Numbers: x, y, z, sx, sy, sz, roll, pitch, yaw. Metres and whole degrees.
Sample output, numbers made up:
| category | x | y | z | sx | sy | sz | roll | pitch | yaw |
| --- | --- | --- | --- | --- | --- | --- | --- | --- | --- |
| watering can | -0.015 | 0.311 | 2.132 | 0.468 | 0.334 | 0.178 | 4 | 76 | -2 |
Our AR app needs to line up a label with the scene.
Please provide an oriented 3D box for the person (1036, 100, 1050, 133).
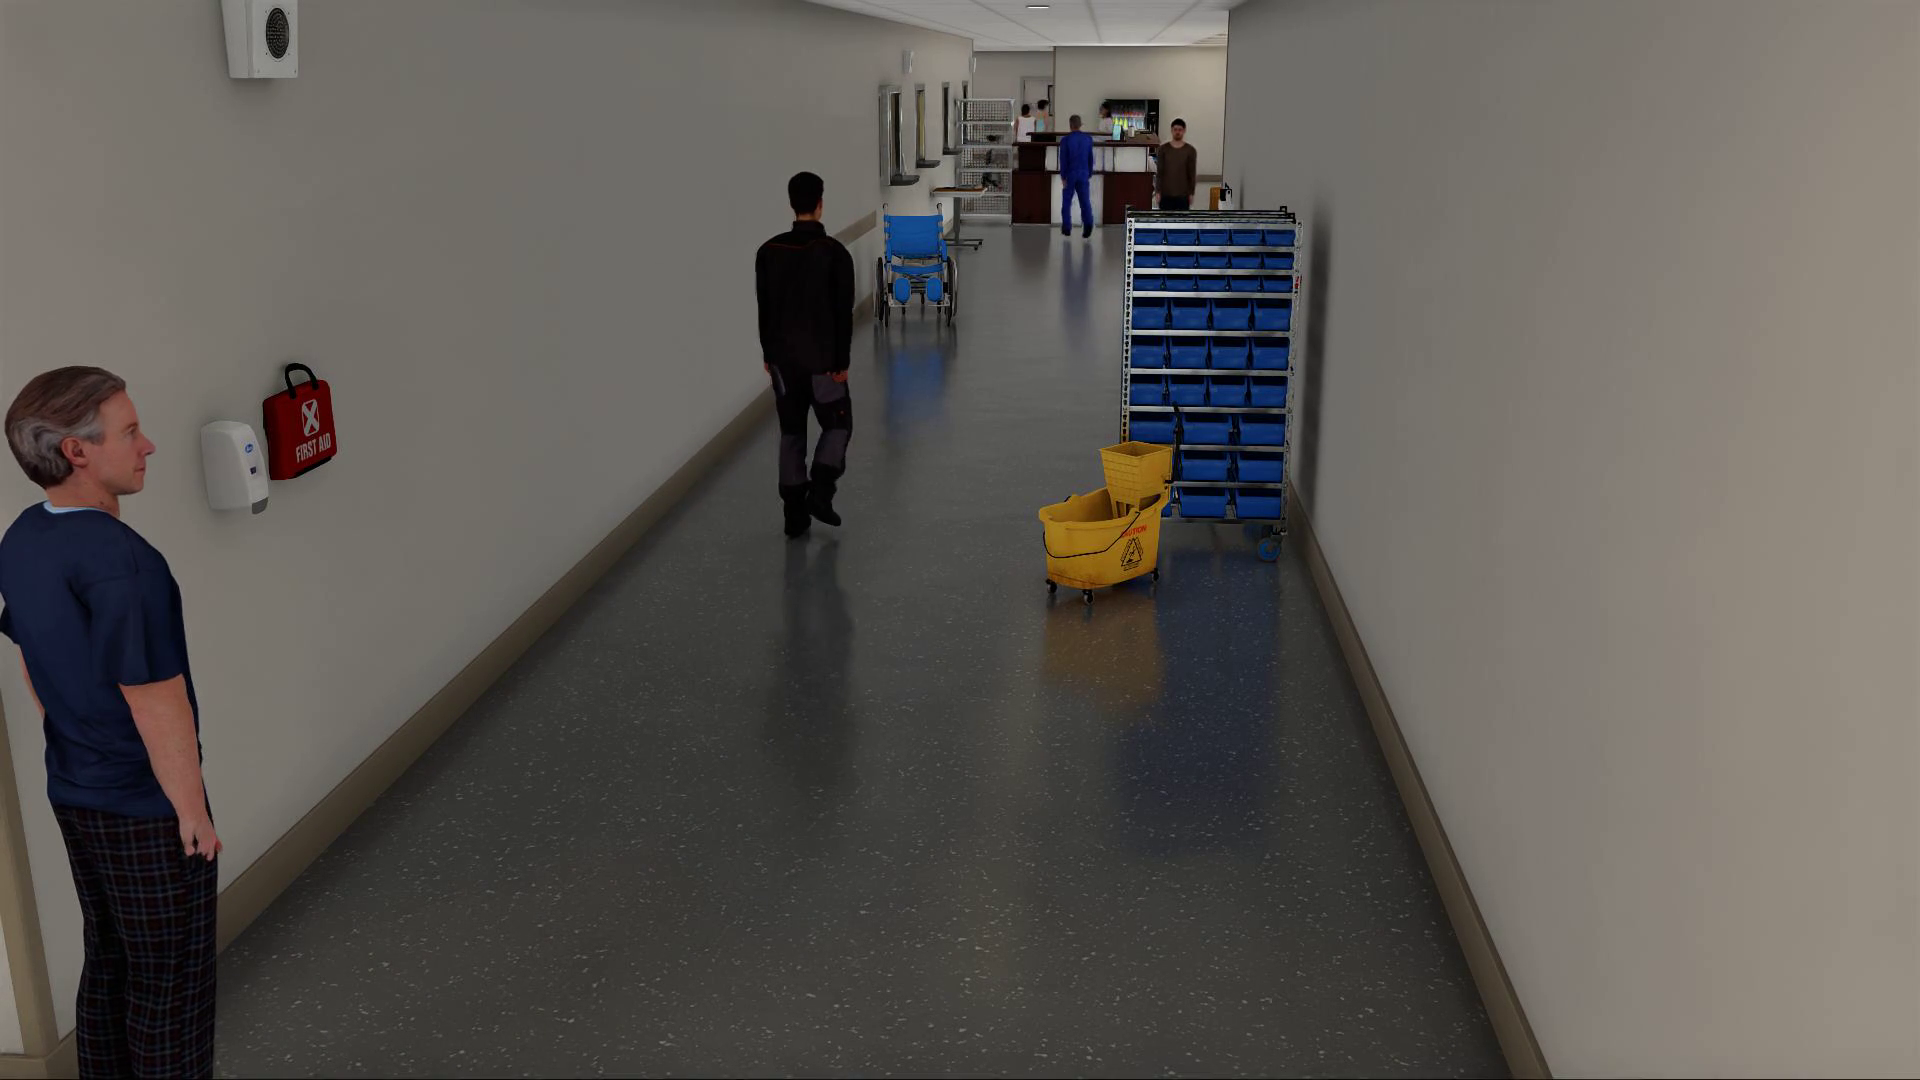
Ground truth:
| category | x | y | z | sx | sy | sz | roll | pitch | yaw |
| --- | --- | --- | --- | --- | --- | --- | --- | --- | --- |
| person | 2.011 | -10.053 | 41.431 | 1.009 | 1.742 | 0.950 | -13 | 21 | -39 |

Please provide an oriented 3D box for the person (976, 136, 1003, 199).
| category | x | y | z | sx | sy | sz | roll | pitch | yaw |
| --- | --- | --- | --- | --- | --- | --- | --- | --- | --- |
| person | 0.574 | -7.339 | 32.713 | 0.878 | 1.210 | 0.654 | -4 | 16 | -13 |

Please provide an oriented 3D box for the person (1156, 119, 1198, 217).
| category | x | y | z | sx | sy | sz | roll | pitch | yaw |
| --- | --- | --- | --- | --- | --- | --- | --- | --- | --- |
| person | 2.699 | -4.287 | 20.757 | 0.839 | 1.863 | 0.786 | 4 | 16 | 13 |

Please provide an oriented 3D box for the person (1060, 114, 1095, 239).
| category | x | y | z | sx | sy | sz | roll | pitch | yaw |
| --- | --- | --- | --- | --- | --- | --- | --- | --- | --- |
| person | 1.774 | -5.384 | 24.776 | 1.173 | 1.793 | 0.989 | -3 | 16 | -11 |

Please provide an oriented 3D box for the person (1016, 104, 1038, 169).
| category | x | y | z | sx | sy | sz | roll | pitch | yaw |
| --- | --- | --- | --- | --- | --- | --- | --- | --- | --- |
| person | 1.565 | -9.517 | 39.658 | 0.703 | 1.672 | 0.732 | 0 | 16 | 1 |

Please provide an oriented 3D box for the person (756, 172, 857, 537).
| category | x | y | z | sx | sy | sz | roll | pitch | yaw |
| --- | --- | --- | --- | --- | --- | --- | --- | --- | --- |
| person | -0.845 | -0.950 | 8.801 | 0.656 | 1.928 | 0.796 | 3 | 16 | 10 |

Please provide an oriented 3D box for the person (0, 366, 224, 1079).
| category | x | y | z | sx | sy | sz | roll | pitch | yaw |
| --- | --- | --- | --- | --- | --- | --- | --- | --- | --- |
| person | -1.778 | 0.560 | 3.550 | 0.688 | 1.870 | 0.805 | 12 | 20 | 36 |

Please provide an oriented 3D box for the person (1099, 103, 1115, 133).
| category | x | y | z | sx | sy | sz | roll | pitch | yaw |
| --- | --- | --- | --- | --- | --- | --- | --- | --- | --- |
| person | 3.130 | -8.111 | 34.460 | 1.065 | 1.786 | 0.881 | -6 | 17 | -21 |
